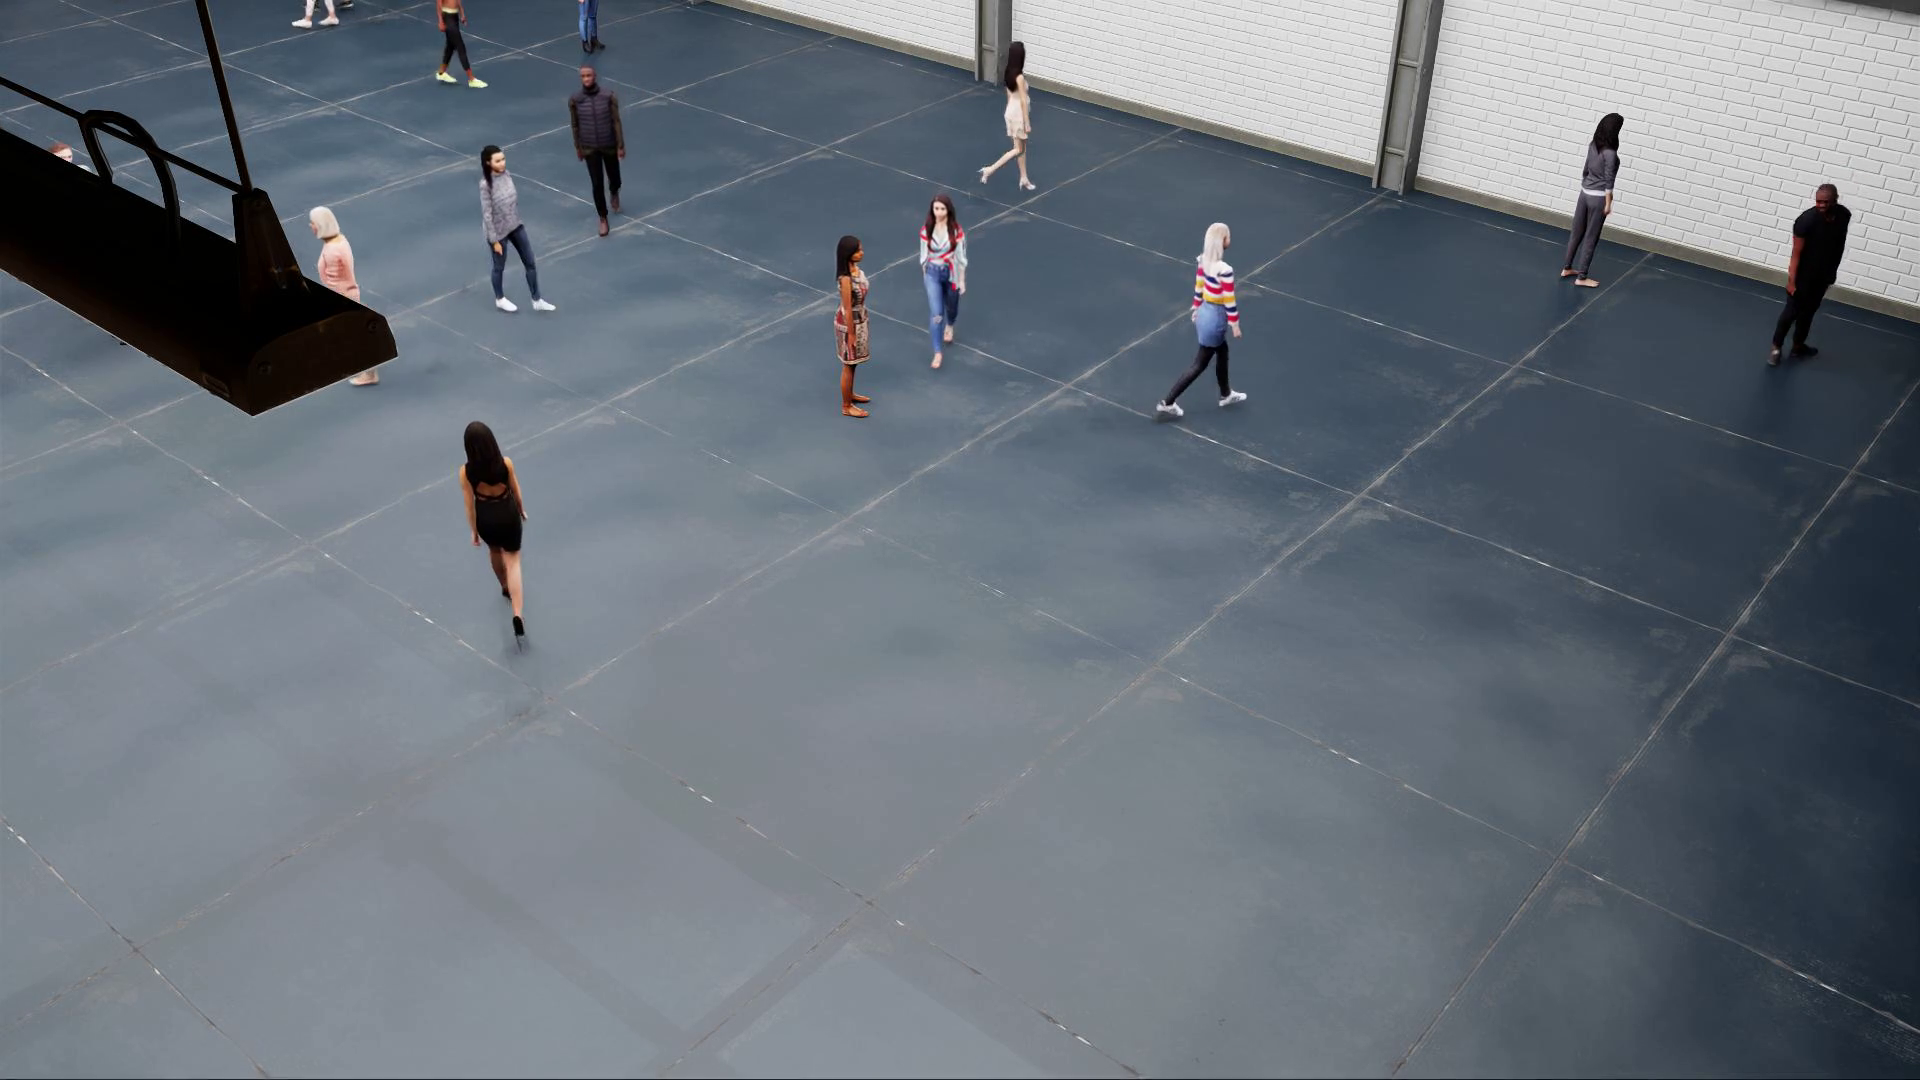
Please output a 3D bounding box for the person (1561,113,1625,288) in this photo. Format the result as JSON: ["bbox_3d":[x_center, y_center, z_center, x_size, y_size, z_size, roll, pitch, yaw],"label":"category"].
[{"bbox_3d":[6.383,-3.435,16.744,0.732,1.765,0.630,-9,35,-14],"label":"person"}]

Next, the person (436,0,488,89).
[{"bbox_3d":[-6.789,-6.842,21.906,1.070,1.725,0.885,6,34,9],"label":"person"}]

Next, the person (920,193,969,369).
[{"bbox_3d":[-0.133,-2.465,15.456,1.083,1.576,1.052,2,34,3],"label":"person"}]

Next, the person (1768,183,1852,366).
[{"bbox_3d":[7.815,-2.443,15.230,0.903,1.789,0.856,-15,37,-22],"label":"person"}]

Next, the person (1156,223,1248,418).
[{"bbox_3d":[2.097,-1.849,14.353,1.121,1.770,1.178,-10,35,-14],"label":"person"}]

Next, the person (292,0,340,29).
[{"bbox_3d":[-9.316,-8.310,24.149,0.939,1.687,0.923,-9,35,-13],"label":"person"}]

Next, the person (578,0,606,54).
[{"bbox_3d":[-5.218,-7.676,23.246,0.560,1.631,0.632,18,37,24],"label":"person"}]

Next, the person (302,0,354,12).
[{"bbox_3d":[-9.475,-8.625,24.876,1.018,1.406,0.915,0,34,0],"label":"person"}]

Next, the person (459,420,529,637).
[{"bbox_3d":[-3.257,-0.055,11.795,0.957,1.614,1.098,-7,34,-10],"label":"person"}]

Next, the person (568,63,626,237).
[{"bbox_3d":[-3.861,-4.241,17.913,1.095,1.814,1.189,-5,34,-7],"label":"person"}]

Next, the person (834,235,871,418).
[{"bbox_3d":[-0.952,-1.888,14.525,0.742,1.645,0.721,2,34,2],"label":"person"}]

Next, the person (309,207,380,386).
[{"bbox_3d":[-5.427,-2.171,14.891,0.776,1.712,0.695,-9,35,-14],"label":"person"}]

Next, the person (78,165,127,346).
[{"bbox_3d":[-8.062,-2.689,15.638,0.694,1.747,0.555,-25,41,-32],"label":"person"}]

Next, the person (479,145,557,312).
[{"bbox_3d":[-4.502,-3.022,16.175,0.943,1.708,0.750,18,38,25],"label":"person"}]

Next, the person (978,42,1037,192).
[{"bbox_3d":[0.573,-4.708,18.701,0.940,1.719,0.957,-10,35,-15],"label":"person"}]
